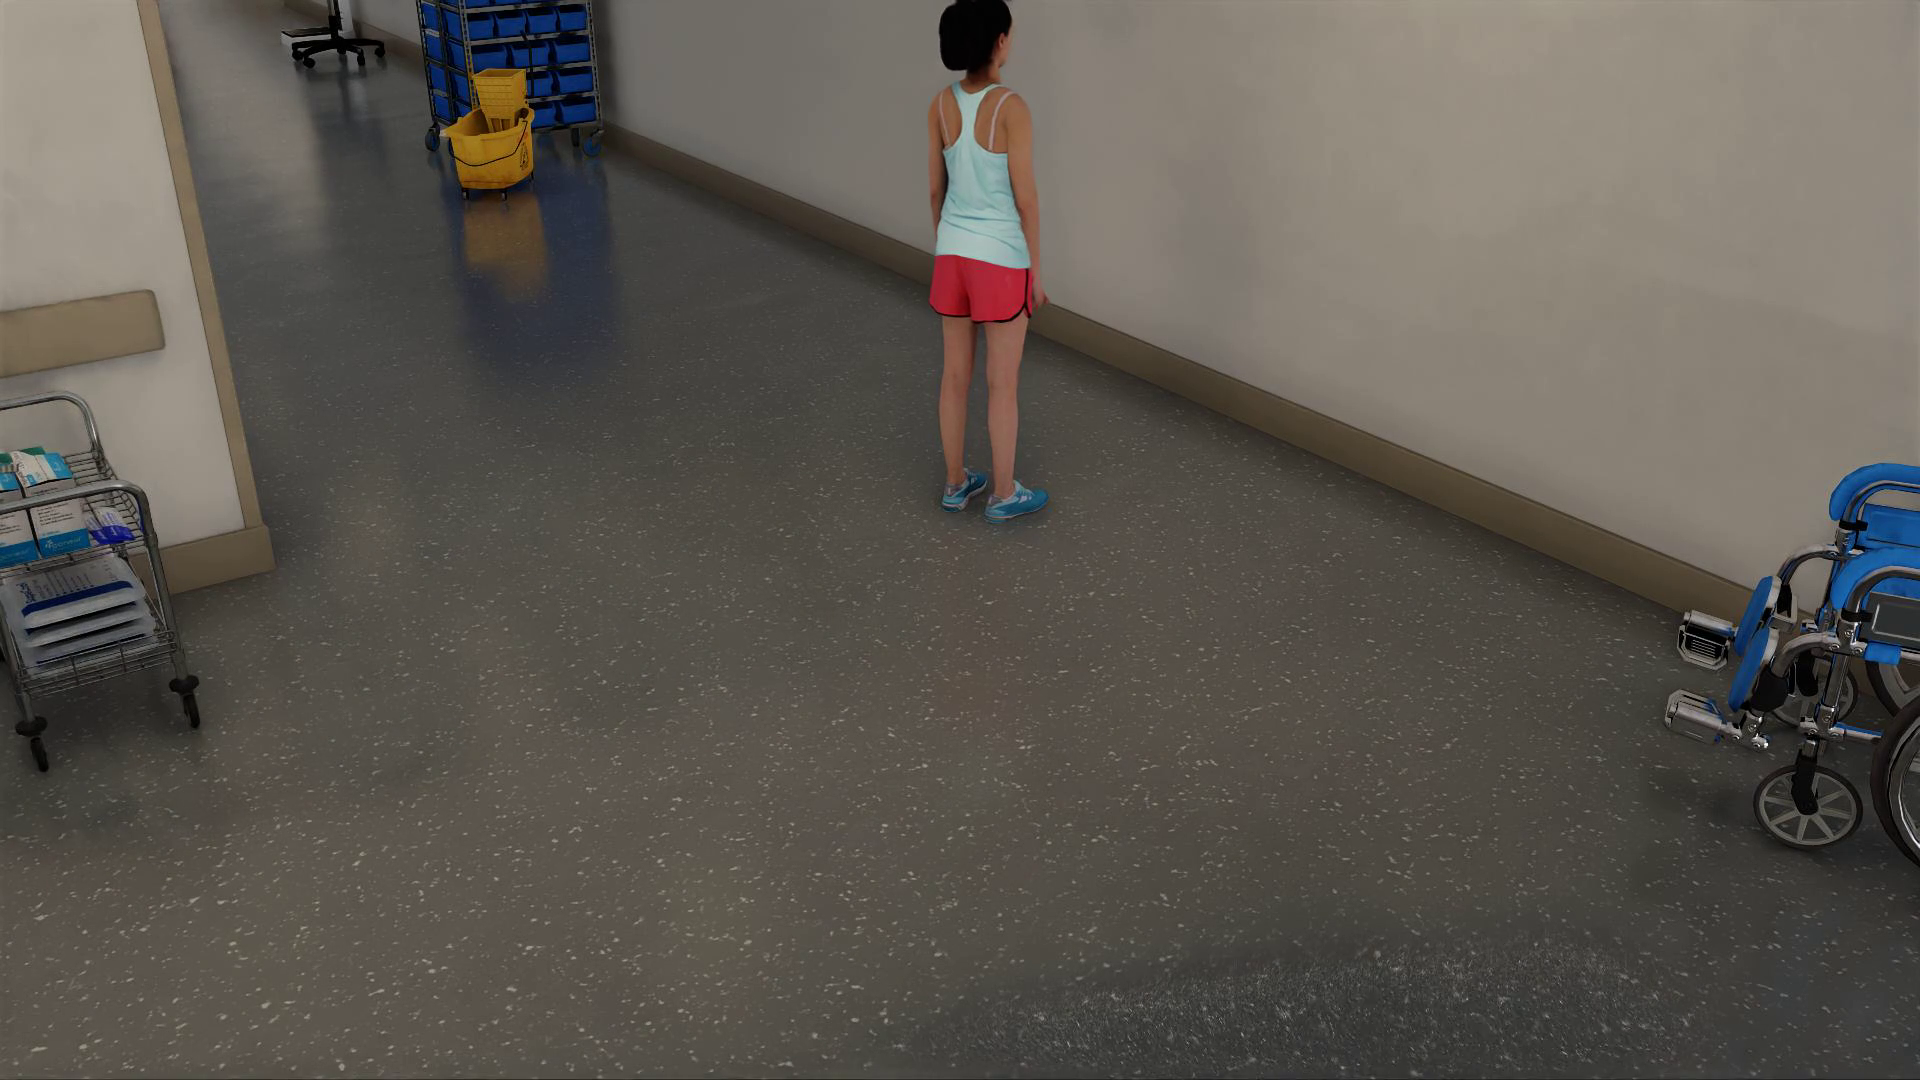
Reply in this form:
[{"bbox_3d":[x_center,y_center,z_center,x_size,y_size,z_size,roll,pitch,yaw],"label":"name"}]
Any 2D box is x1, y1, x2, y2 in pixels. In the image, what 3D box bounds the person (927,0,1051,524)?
[{"bbox_3d":[0.079,-0.925,5.612,0.660,1.774,0.665,19,31,33],"label":"person"}]
